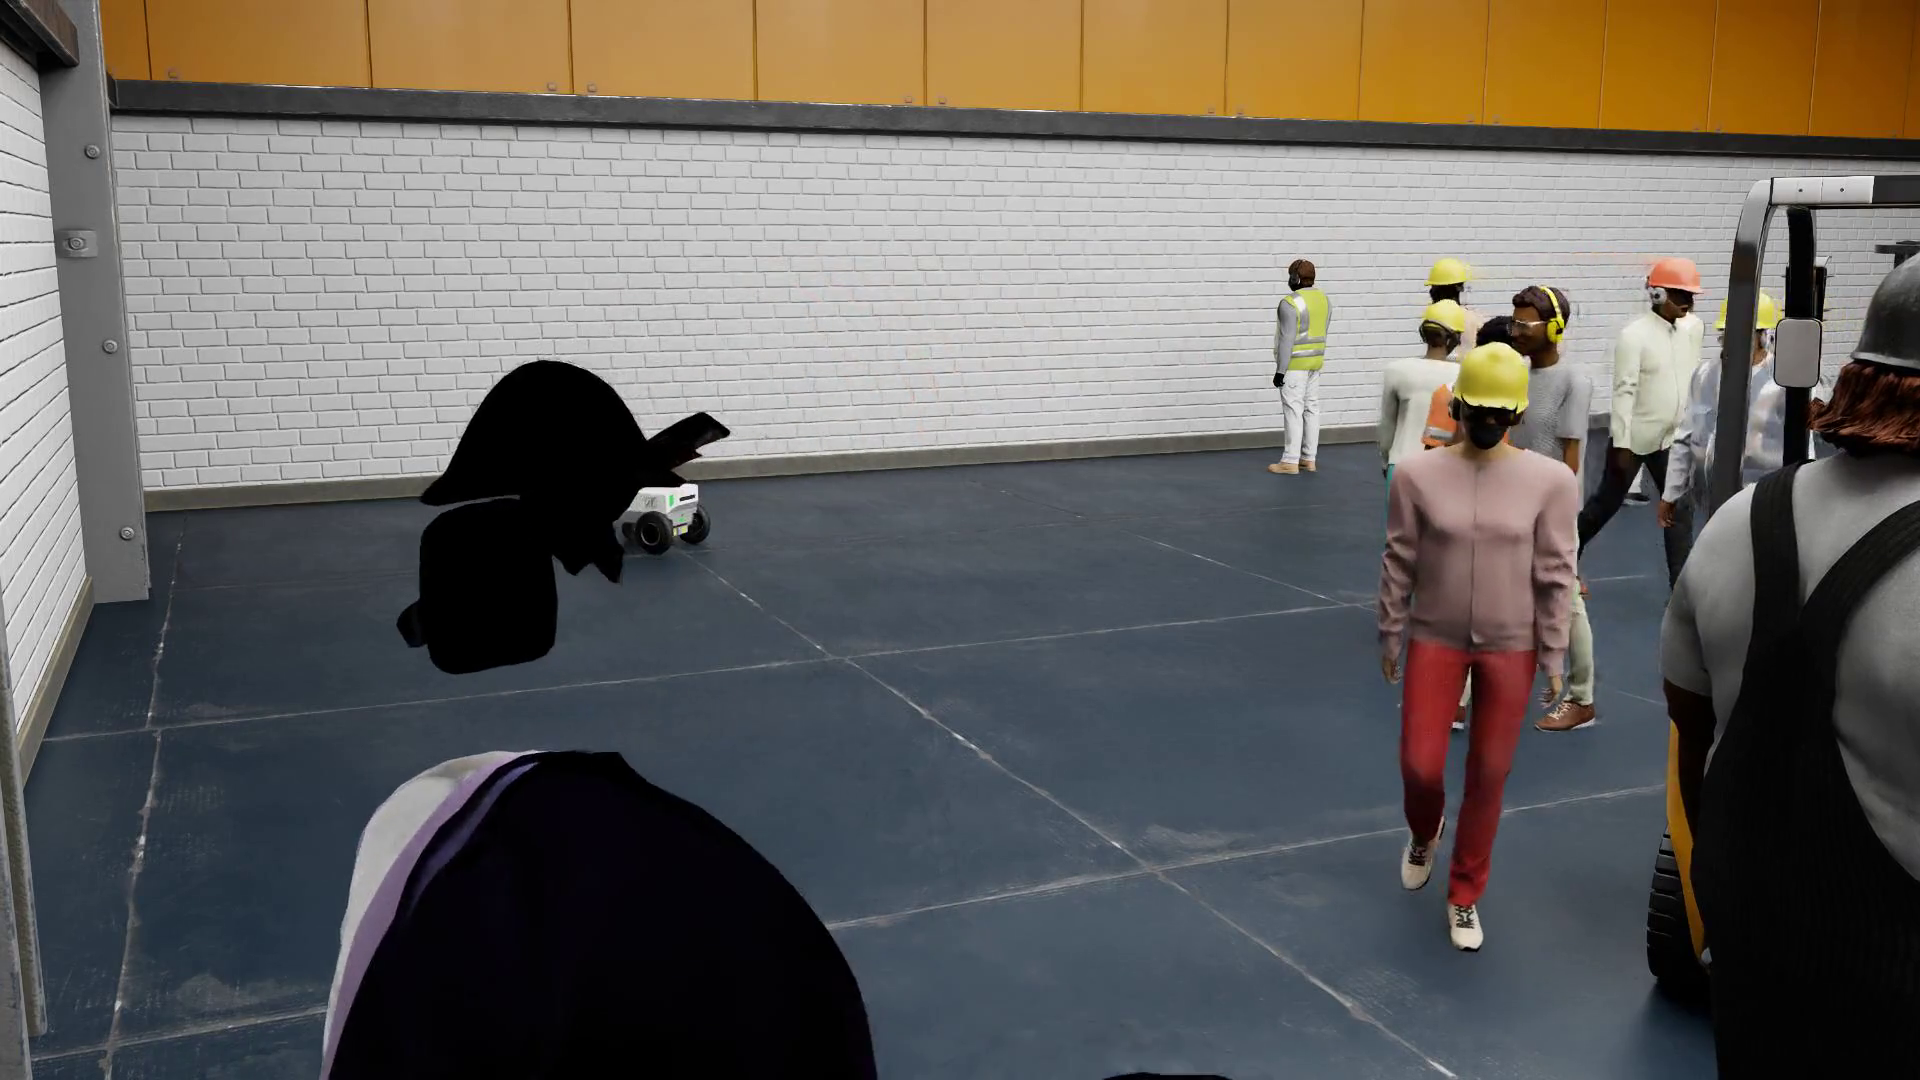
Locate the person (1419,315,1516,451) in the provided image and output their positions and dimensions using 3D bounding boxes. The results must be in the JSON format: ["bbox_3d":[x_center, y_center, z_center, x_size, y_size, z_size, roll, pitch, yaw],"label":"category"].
[{"bbox_3d":[2.368,-0.204,7.737,0.648,1.685,0.441,0,10,-2],"label":"person"}]

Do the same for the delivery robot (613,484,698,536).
[{"bbox_3d":[-2.083,-0.271,10.931,0.707,0.478,0.477,5,11,25],"label":"delivery robot"}]

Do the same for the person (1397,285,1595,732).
[{"bbox_3d":[2.257,-0.090,6.684,0.927,1.821,0.544,-3,11,-18],"label":"person"}]

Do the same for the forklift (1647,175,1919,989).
[{"bbox_3d":[2.810,0.094,4.662,1.214,2.155,2.313,7,12,34],"label":"forklift"}]

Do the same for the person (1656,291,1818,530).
[{"bbox_3d":[3.312,-0.190,7.274,0.732,1.805,0.620,-4,11,-22],"label":"person"}]

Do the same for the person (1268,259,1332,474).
[{"bbox_3d":[2.921,-1.494,14.382,0.626,1.846,0.429,-10,14,-43],"label":"person"}]

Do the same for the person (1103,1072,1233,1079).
[{"bbox_3d":[-0.058,0.925,0.977,0.649,1.882,0.702,-6,12,-29],"label":"person"}]

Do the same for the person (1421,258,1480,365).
[{"bbox_3d":[3.342,-0.898,10.964,0.698,1.904,0.594,6,12,28],"label":"person"}]

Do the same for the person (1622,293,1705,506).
[{"bbox_3d":[5.412,-1.150,12.641,0.943,1.779,0.610,-6,12,-29],"label":"person"}]

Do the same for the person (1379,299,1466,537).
[{"bbox_3d":[2.382,-0.373,8.538,0.528,1.719,0.915,5,11,25],"label":"person"}]

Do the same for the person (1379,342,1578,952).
[{"bbox_3d":[1.468,0.299,4.770,0.524,1.741,0.465,3,11,15],"label":"person"}]

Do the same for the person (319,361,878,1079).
[{"bbox_3d":[-0.249,0.824,1.055,0.390,2.040,0.614,-9,14,-41],"label":"person"}]

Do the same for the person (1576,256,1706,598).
[{"bbox_3d":[3.703,-0.576,9.091,0.638,1.938,1.065,-6,12,-32],"label":"person"}]
